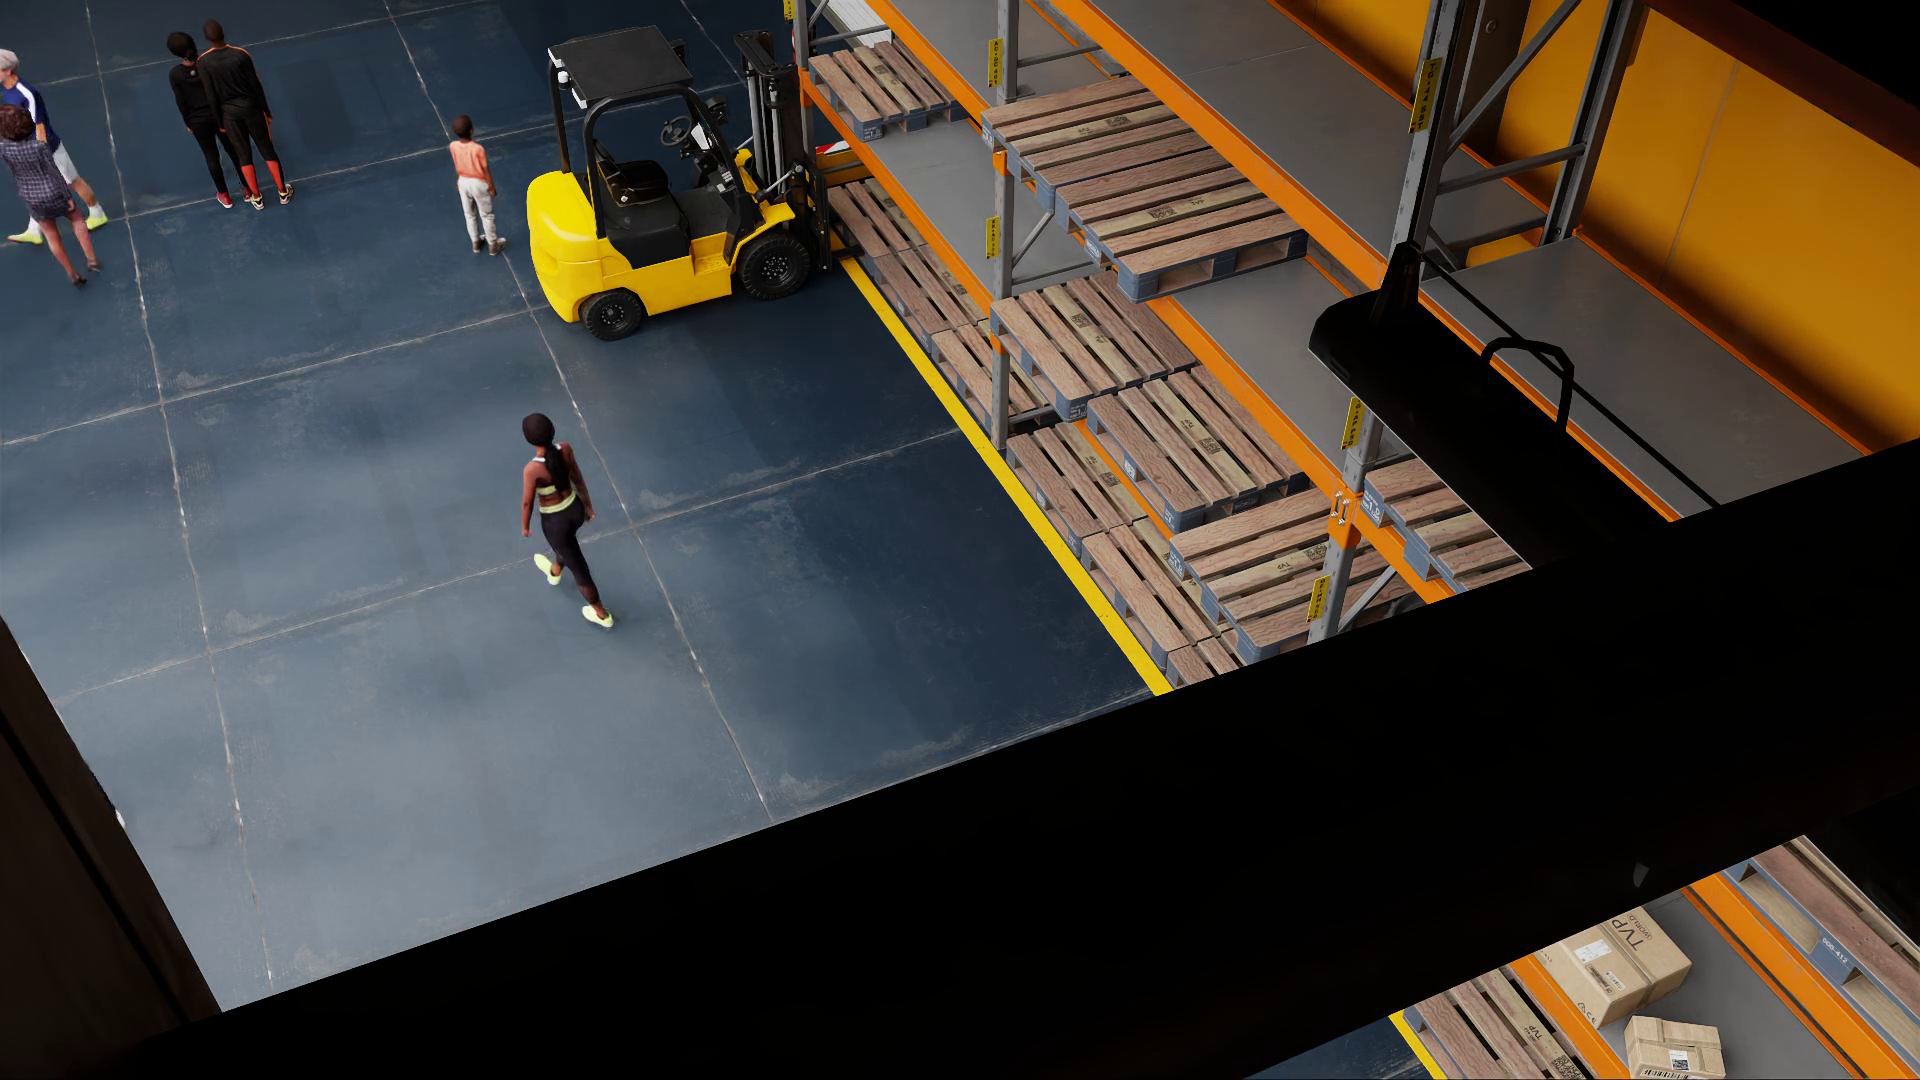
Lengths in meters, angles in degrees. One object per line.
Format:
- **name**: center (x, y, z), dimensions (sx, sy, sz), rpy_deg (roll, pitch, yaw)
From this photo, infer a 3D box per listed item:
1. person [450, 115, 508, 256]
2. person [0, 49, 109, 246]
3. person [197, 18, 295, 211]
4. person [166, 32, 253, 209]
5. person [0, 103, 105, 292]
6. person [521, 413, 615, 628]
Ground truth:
- **person**: center (-4.236, -3.091, 14.482), dimensions (0.556, 1.309, 0.605), rpy_deg (9, 44, 10)
- **person**: center (-7.934, -3.470, 14.519), dimensions (1.107, 1.806, 1.033), rpy_deg (27, 50, 26)
- **person**: center (-6.426, -3.819, 14.885), dimensions (0.636, 1.808, 0.547), rpy_deg (-14, 45, -15)
- **person**: center (-6.750, -3.786, 14.950), dimensions (0.613, 1.671, 0.575), rpy_deg (-20, 47, -20)
- **person**: center (-7.670, -2.803, 13.909), dimensions (0.682, 1.683, 0.704), rpy_deg (-5, 44, -5)
- **person**: center (-2.564, -0.073, 11.019), dimensions (1.136, 1.717, 0.911), rpy_deg (28, 50, 26)
